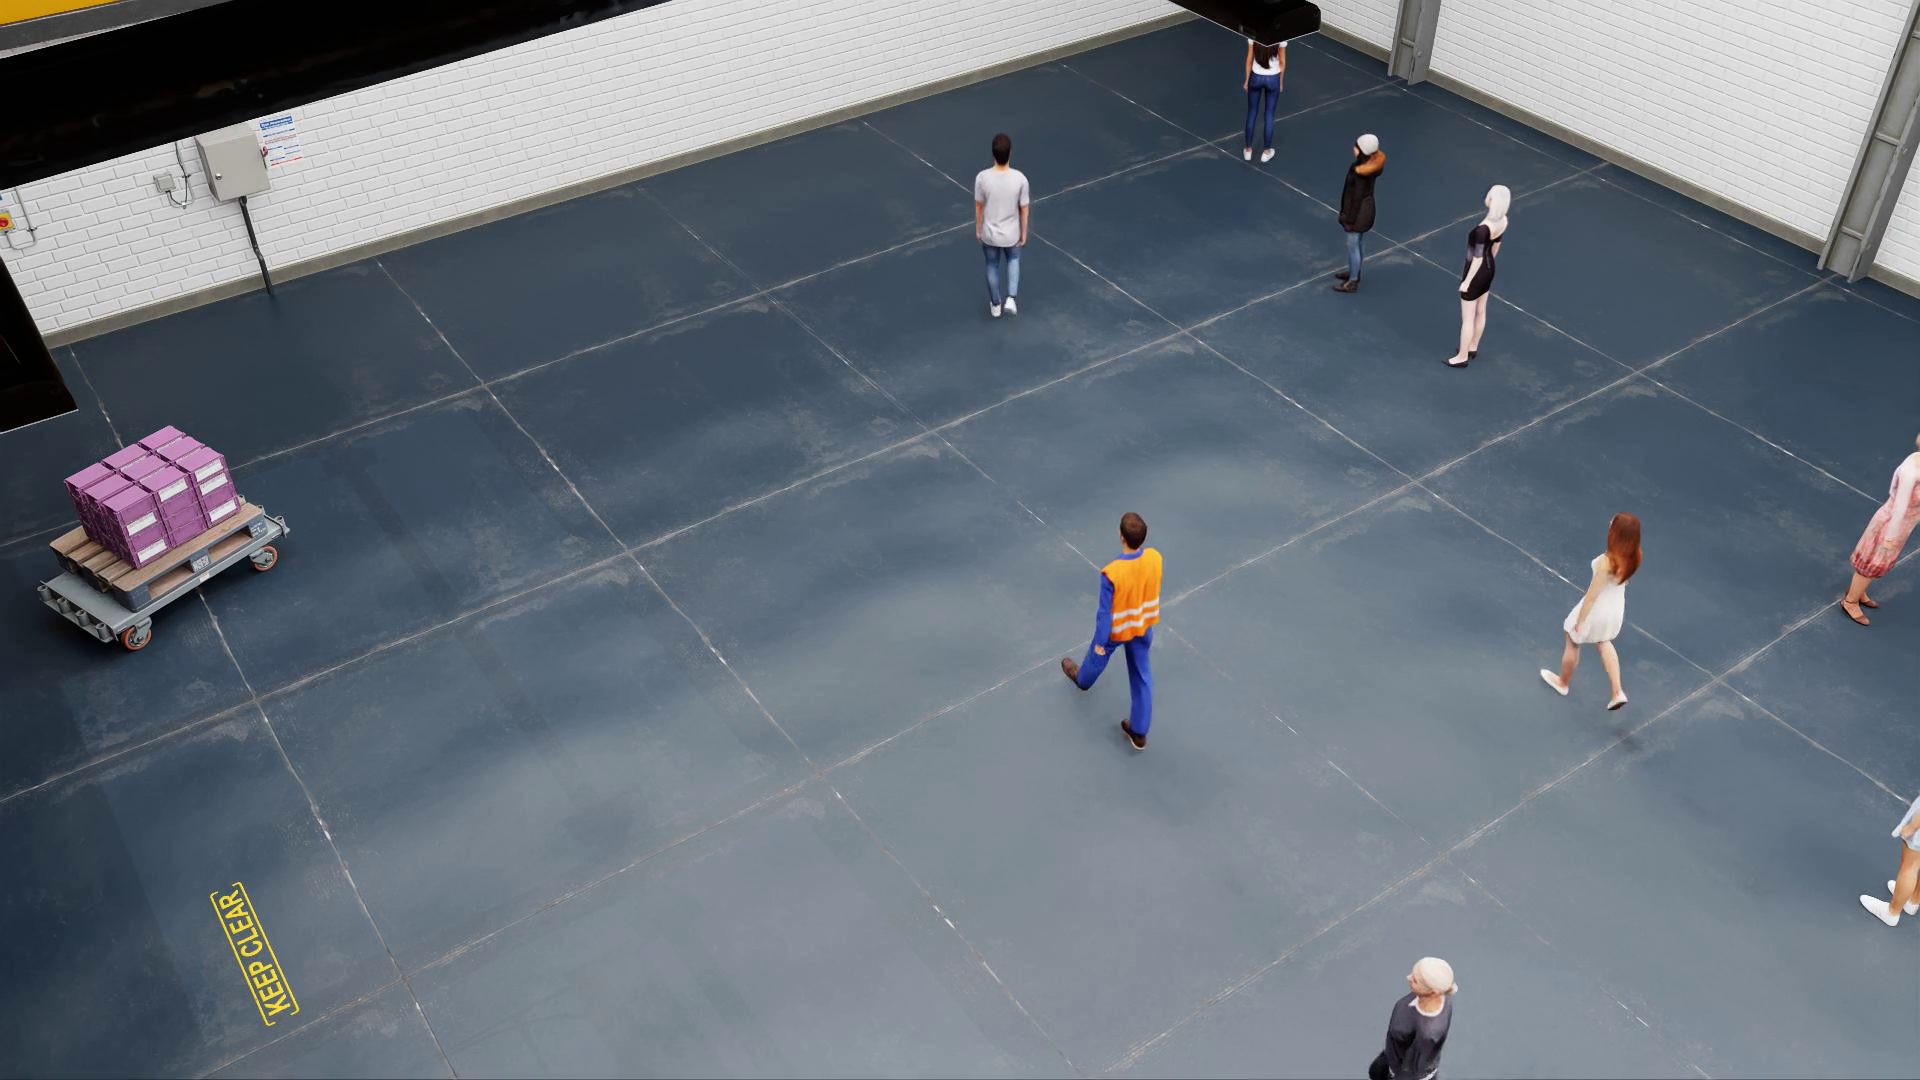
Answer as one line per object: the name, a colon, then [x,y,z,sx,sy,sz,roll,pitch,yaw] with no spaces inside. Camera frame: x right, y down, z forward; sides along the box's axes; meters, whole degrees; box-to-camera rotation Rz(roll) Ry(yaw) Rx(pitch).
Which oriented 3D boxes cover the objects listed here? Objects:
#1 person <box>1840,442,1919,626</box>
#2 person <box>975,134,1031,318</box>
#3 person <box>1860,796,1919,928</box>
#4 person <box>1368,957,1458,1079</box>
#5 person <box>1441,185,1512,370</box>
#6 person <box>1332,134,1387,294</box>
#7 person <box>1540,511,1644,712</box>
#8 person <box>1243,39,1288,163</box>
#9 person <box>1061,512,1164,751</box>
person: [6.979,-0.135,12.438,0.655,1.698,0.656,27,46,29]
person: [0.380,-2.911,15.772,0.875,1.876,0.939,1,39,1]
person: [5.959,1.697,10.118,0.637,1.730,0.603,-14,41,-17]
person: [2.451,2.770,8.784,0.757,1.719,0.736,13,41,16]
person: [4.741,-2.404,15.174,0.560,1.830,0.616,31,48,33]
person: [3.929,-3.223,16.358,0.761,1.632,0.726,13,40,15]
person: [4.534,0.536,11.601,0.671,1.694,0.965,-16,41,-19]
person: [3.400,-5.104,18.599,0.643,1.774,0.733,12,40,14]
person: [1.181,0.662,11.344,0.798,1.819,1.184,-20,43,-23]
